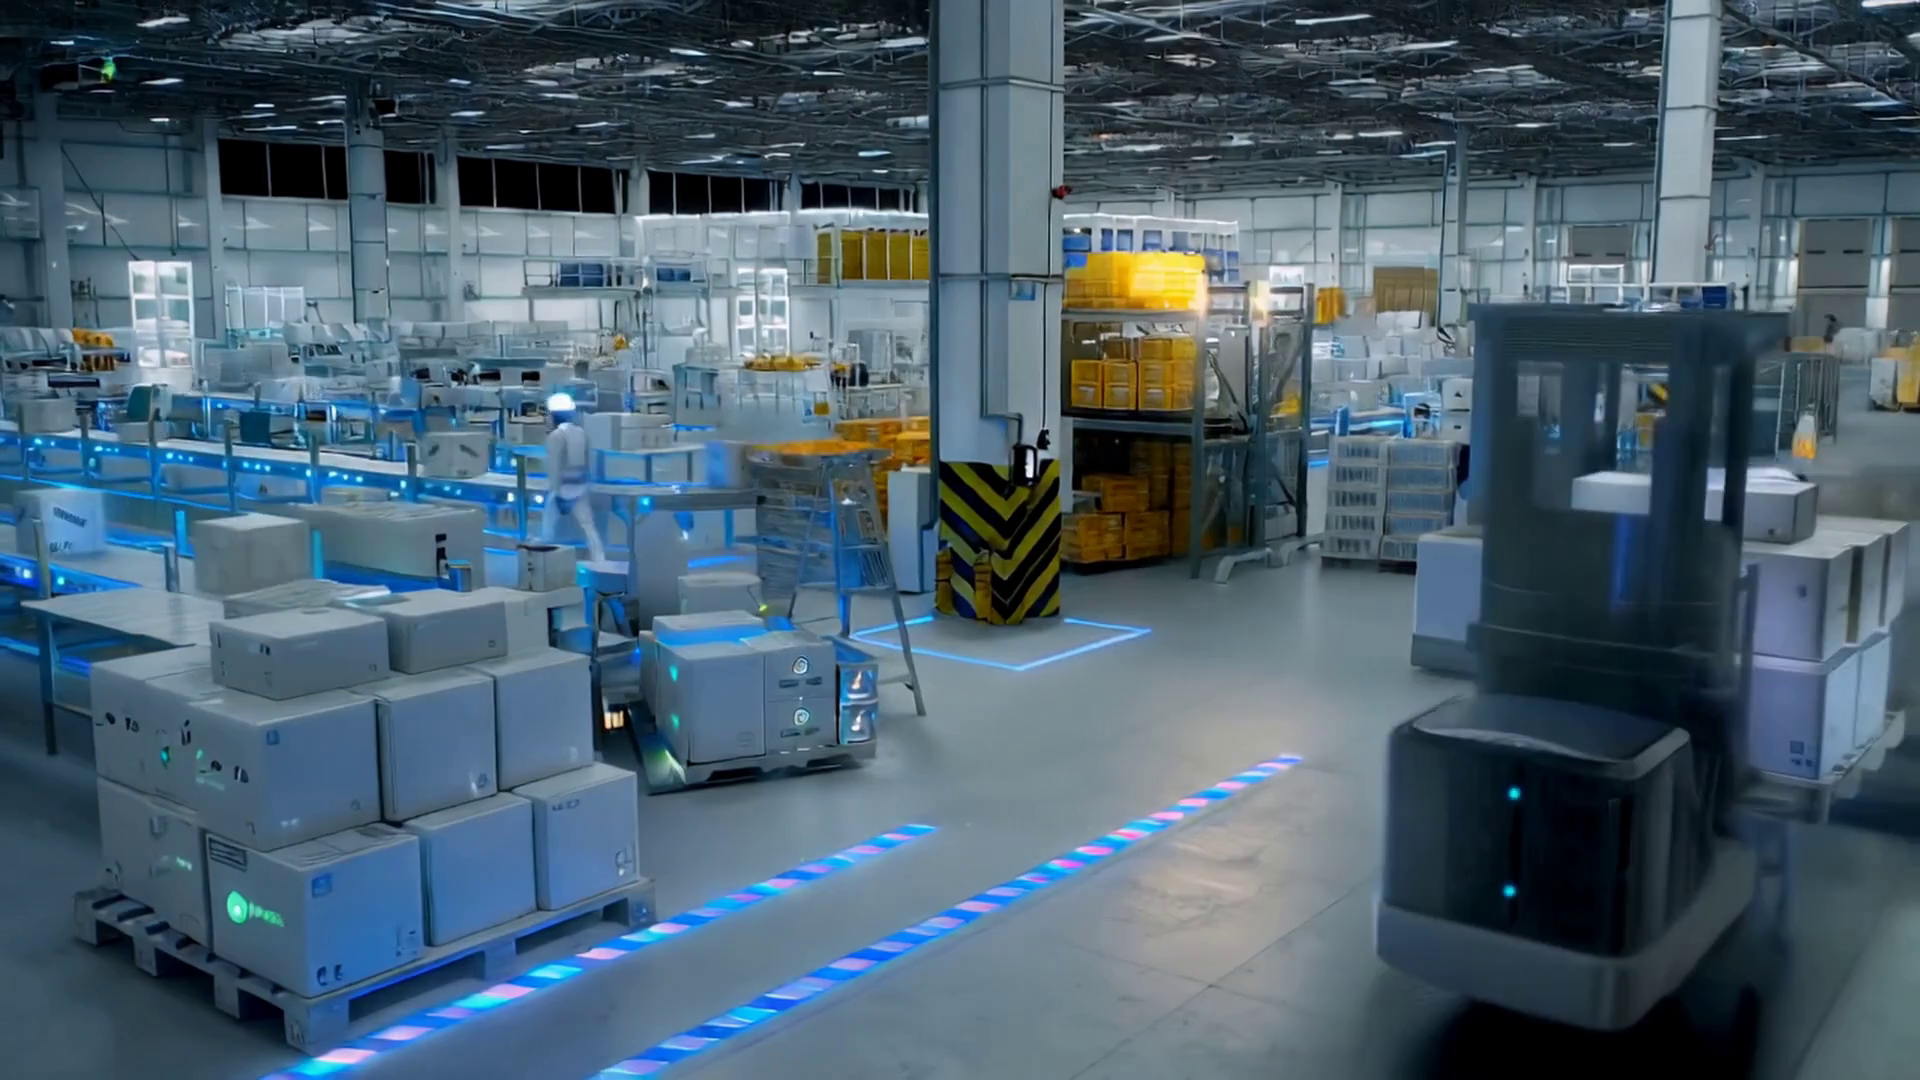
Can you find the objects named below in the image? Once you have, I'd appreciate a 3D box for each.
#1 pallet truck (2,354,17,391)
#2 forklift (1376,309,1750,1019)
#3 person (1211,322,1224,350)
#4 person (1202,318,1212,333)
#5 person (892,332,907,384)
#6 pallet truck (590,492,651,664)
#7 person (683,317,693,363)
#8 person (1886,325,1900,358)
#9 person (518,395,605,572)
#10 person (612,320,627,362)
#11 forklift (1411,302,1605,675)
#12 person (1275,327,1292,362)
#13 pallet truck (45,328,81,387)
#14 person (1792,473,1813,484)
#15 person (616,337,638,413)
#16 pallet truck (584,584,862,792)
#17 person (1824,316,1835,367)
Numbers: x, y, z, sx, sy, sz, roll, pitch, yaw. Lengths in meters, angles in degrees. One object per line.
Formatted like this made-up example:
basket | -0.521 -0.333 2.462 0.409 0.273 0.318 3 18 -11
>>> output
pallet truck | -24.881 -4.417 42.634 1.885 1.965 0.823 8 11 41
forklift | 2.724 0.388 7.280 1.129 2.768 1.873 7 11 37
person | 7.838 -5.689 51.069 0.537 2.000 0.674 7 11 38
person | 9.132 -7.219 61.392 0.395 2.038 0.606 5 10 33
person | -1.734 -5.231 48.968 0.533 1.751 0.687 -7 11 -39
pallet truck | -3.115 0.344 12.883 0.653 1.274 1.630 7 11 37
person | -11.249 -8.255 68.740 0.366 1.926 0.594 -1 8 -4
person | 32.192 -6.518 57.434 1.038 1.808 0.504 -1 8 -7
person | -3.951 -0.504 16.632 1.017 1.896 0.609 4 10 28
person | -12.997 -7.456 63.575 0.575 1.890 0.439 0 8 2
forklift | 4.379 -0.438 12.852 1.129 2.768 1.873 7 11 37
person | 10.419 -6.021 53.696 0.658 1.922 0.448 -4 10 -28
pallet truck | -23.775 -4.544 43.495 1.885 1.965 0.823 6 10 35
person | 5.725 0.362 11.446 0.537 1.681 0.530 8 11 42
person | -7.841 -3.844 39.202 0.532 1.869 0.311 1 9 10
pallet truck | -1.426 0.805 10.019 1.601 1.201 0.680 -4 9 -26
person | 33.967 -7.737 65.024 0.376 1.995 0.612 3 9 22
